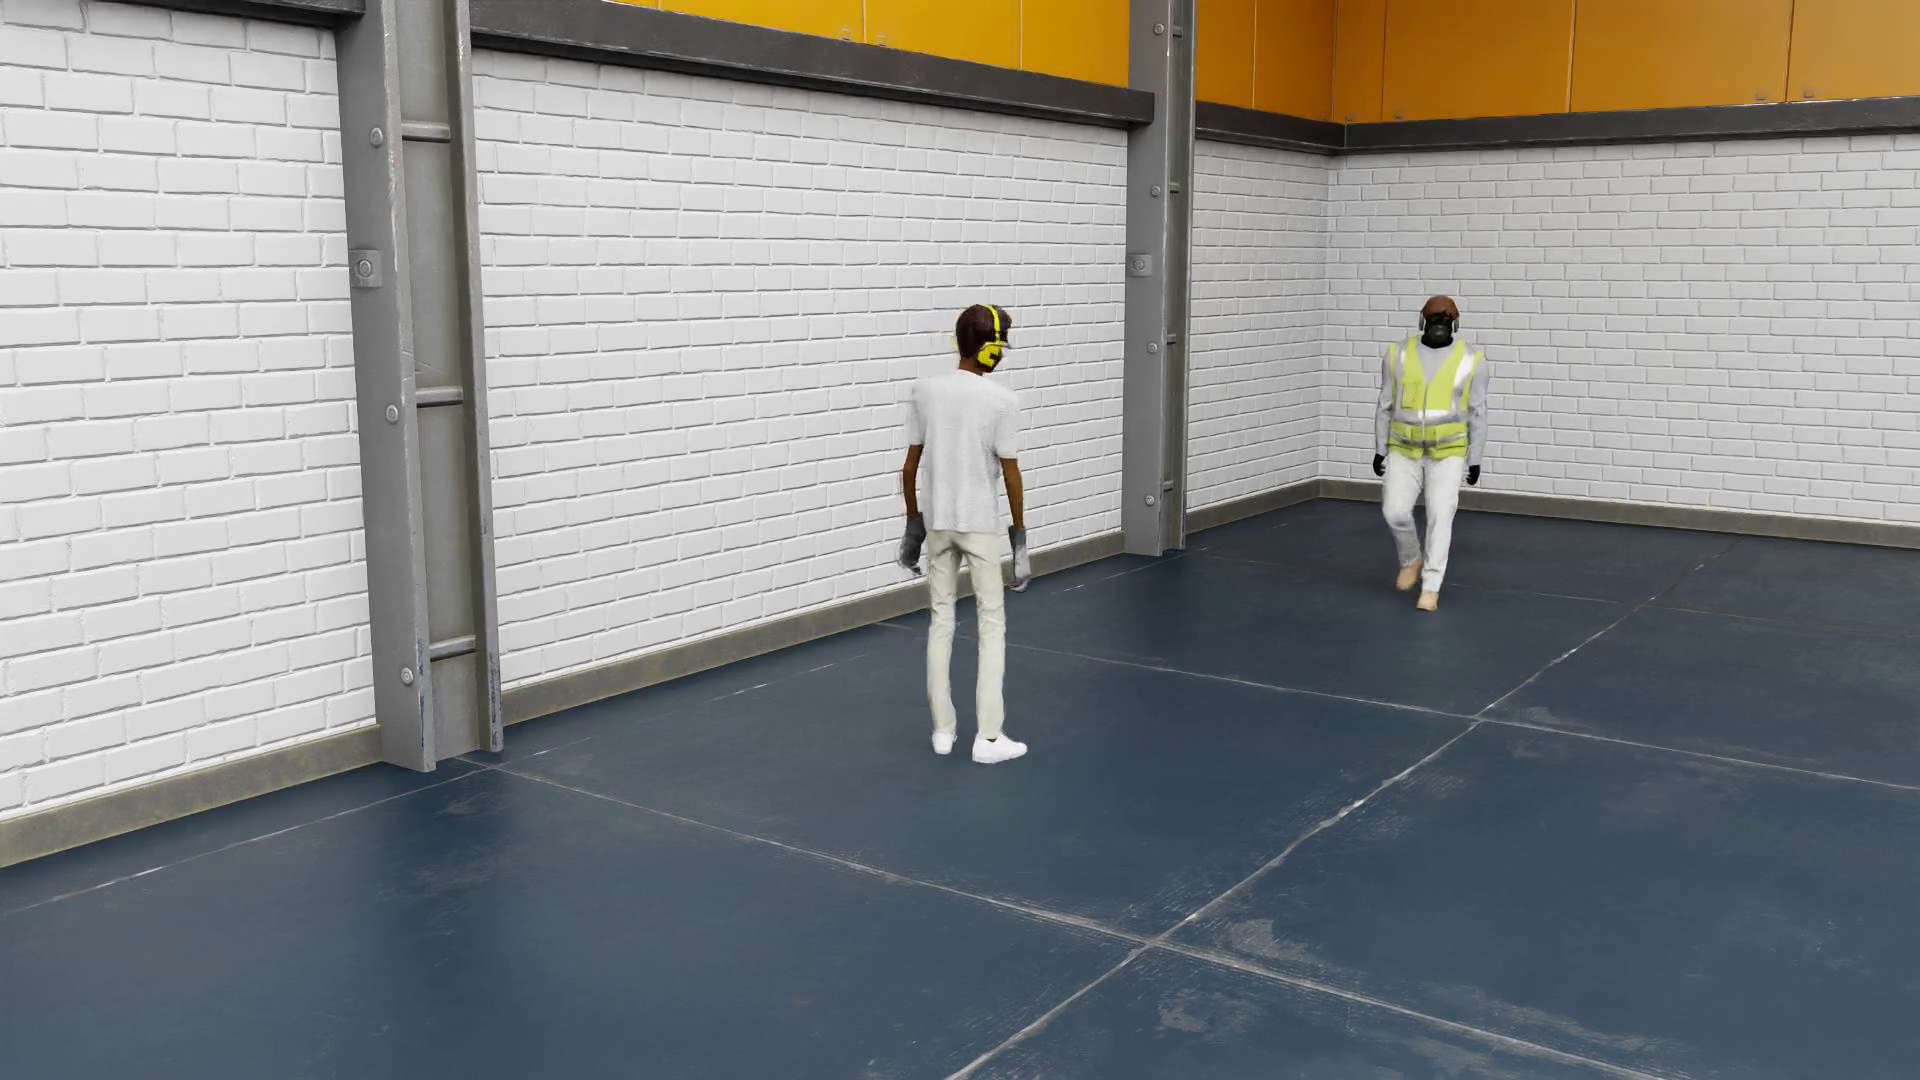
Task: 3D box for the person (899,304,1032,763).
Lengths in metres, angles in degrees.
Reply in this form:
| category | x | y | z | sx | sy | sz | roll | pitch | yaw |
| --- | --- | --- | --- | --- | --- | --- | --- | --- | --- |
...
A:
| category | x | y | z | sx | sy | sz | roll | pitch | yaw |
| --- | --- | --- | --- | --- | --- | --- | --- | --- | --- |
| person | 0.008 | -0.018 | 6.750 | 0.593 | 1.848 | 0.388 | 4 | 10 | 24 |

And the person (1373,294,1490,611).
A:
| category | x | y | z | sx | sy | sz | roll | pitch | yaw |
| --- | --- | --- | --- | --- | --- | --- | --- | --- | --- |
| person | 2.749 | -0.515 | 9.719 | 0.651 | 1.831 | 0.487 | 4 | 10 | 24 |
